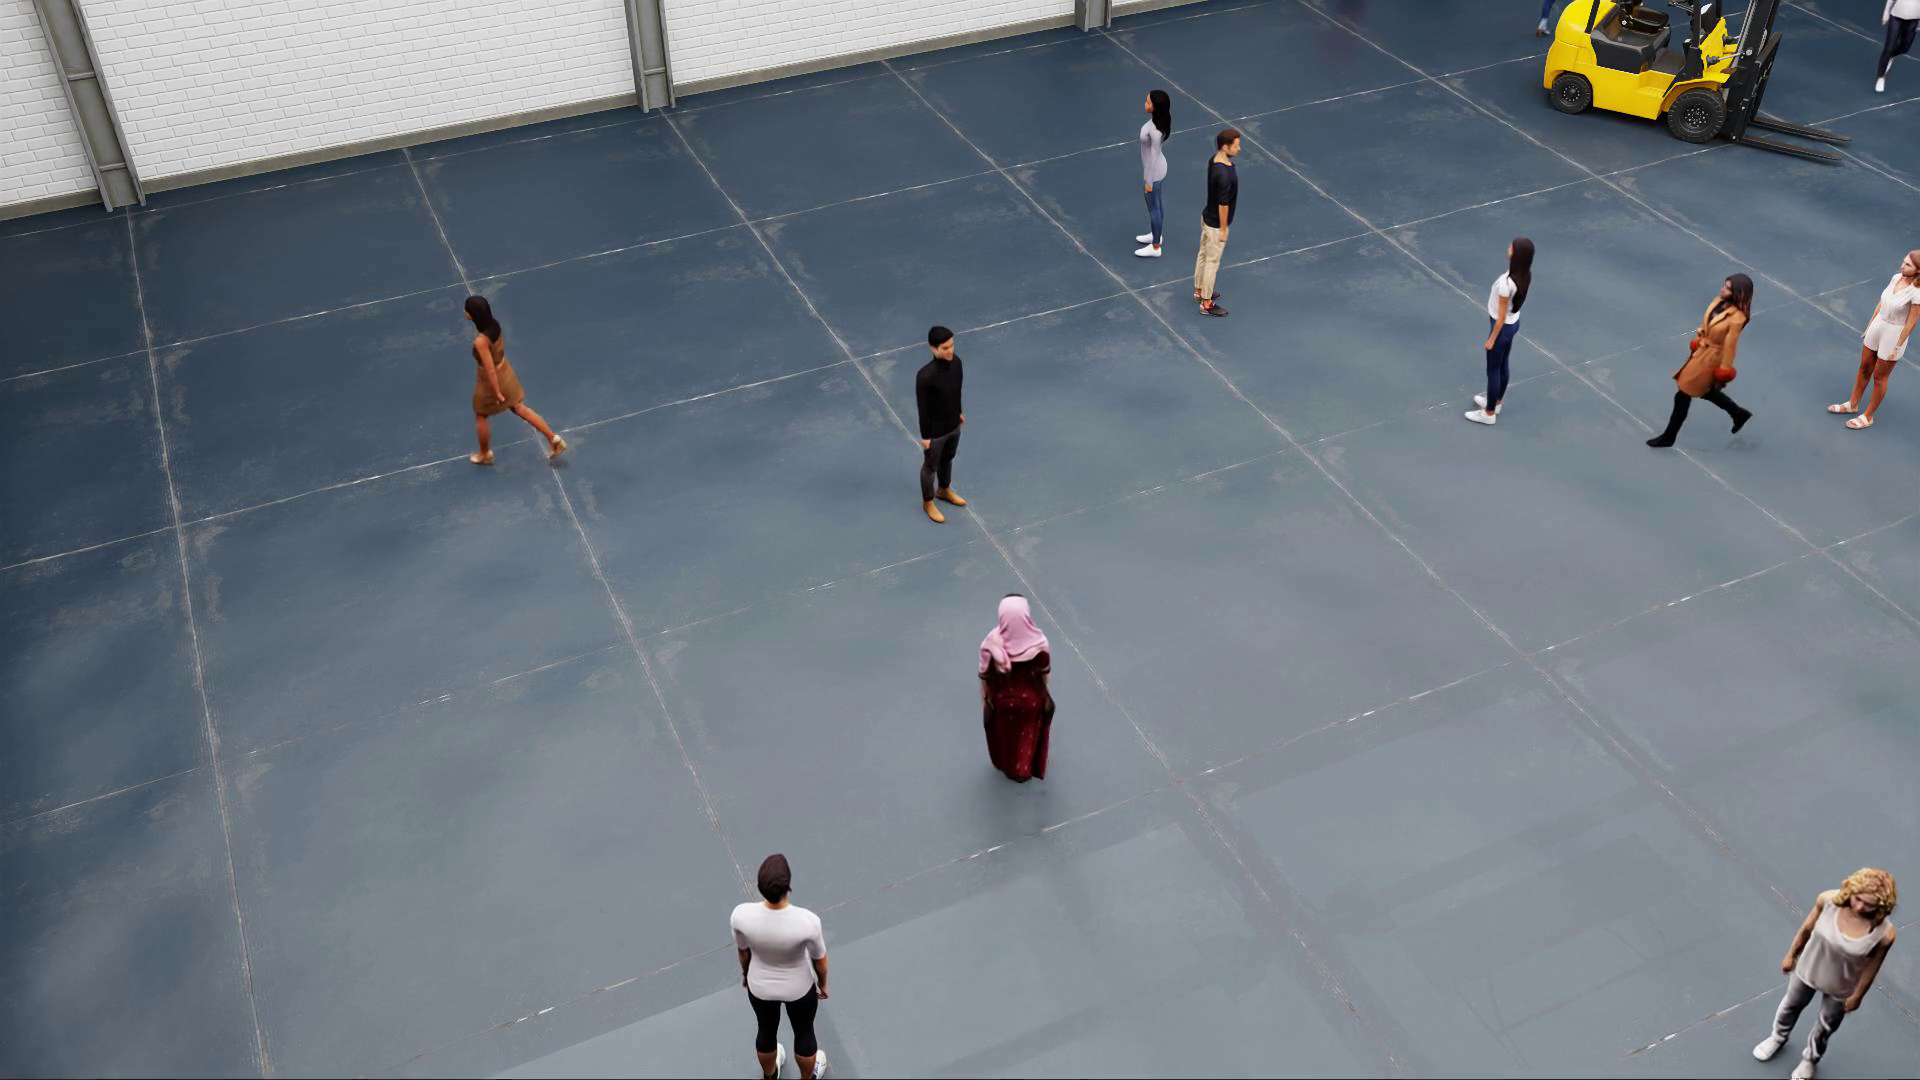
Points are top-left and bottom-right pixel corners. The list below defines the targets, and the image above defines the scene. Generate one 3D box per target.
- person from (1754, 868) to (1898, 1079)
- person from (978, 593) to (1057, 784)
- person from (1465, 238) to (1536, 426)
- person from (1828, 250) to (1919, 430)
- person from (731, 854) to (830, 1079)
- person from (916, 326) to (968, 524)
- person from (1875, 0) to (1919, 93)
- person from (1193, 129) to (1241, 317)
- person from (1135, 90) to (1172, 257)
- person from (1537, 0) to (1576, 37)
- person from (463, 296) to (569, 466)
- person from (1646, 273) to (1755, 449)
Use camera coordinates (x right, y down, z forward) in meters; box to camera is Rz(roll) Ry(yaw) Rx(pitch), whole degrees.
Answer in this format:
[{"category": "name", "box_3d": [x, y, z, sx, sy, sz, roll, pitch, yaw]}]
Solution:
[{"category": "person", "box_3d": [4.835, 2.380, 9.228, 0.616, 1.670, 0.637, -27, 46, -30]}, {"category": "person", "box_3d": [0.372, 1.037, 10.934, 0.763, 1.639, 0.865, 0, 39, 0]}, {"category": "person", "box_3d": [4.709, -1.809, 14.390, 0.724, 1.774, 0.607, 25, 45, 28]}, {"category": "person", "box_3d": [8.026, -1.755, 14.384, 0.621, 1.697, 0.616, -7, 39, -9]}, {"category": "person", "box_3d": [-0.976, 2.404, 9.055, 0.682, 1.848, 0.798, 3, 39, 4]}, {"category": "person", "box_3d": [-0.156, -0.962, 13.370, 0.780, 1.722, 0.627, 29, 47, 32]}, {"category": "person", "box_3d": [11.427, -6.322, 20.114, 0.990, 1.684, 1.053, 14, 41, 17]}, {"category": "person", "box_3d": [2.437, -3.047, 15.879, 0.652, 1.851, 0.696, -3, 39, -4]}, {"category": "person", "box_3d": [1.981, -3.715, 16.811, 0.706, 1.732, 0.683, 6, 39, 7]}, {"category": "person", "box_3d": [7.678, -7.244, 21.333, 0.760, 1.604, 0.657, -13, 41, -16]}, {"category": "person", "box_3d": [-3.766, -1.294, 13.840, 1.150, 1.656, 0.915, 3, 39, 4]}, {"category": "person", "box_3d": [6.415, -1.473, 14.037, 1.199, 1.690, 0.999, 1, 39, 1]}]
